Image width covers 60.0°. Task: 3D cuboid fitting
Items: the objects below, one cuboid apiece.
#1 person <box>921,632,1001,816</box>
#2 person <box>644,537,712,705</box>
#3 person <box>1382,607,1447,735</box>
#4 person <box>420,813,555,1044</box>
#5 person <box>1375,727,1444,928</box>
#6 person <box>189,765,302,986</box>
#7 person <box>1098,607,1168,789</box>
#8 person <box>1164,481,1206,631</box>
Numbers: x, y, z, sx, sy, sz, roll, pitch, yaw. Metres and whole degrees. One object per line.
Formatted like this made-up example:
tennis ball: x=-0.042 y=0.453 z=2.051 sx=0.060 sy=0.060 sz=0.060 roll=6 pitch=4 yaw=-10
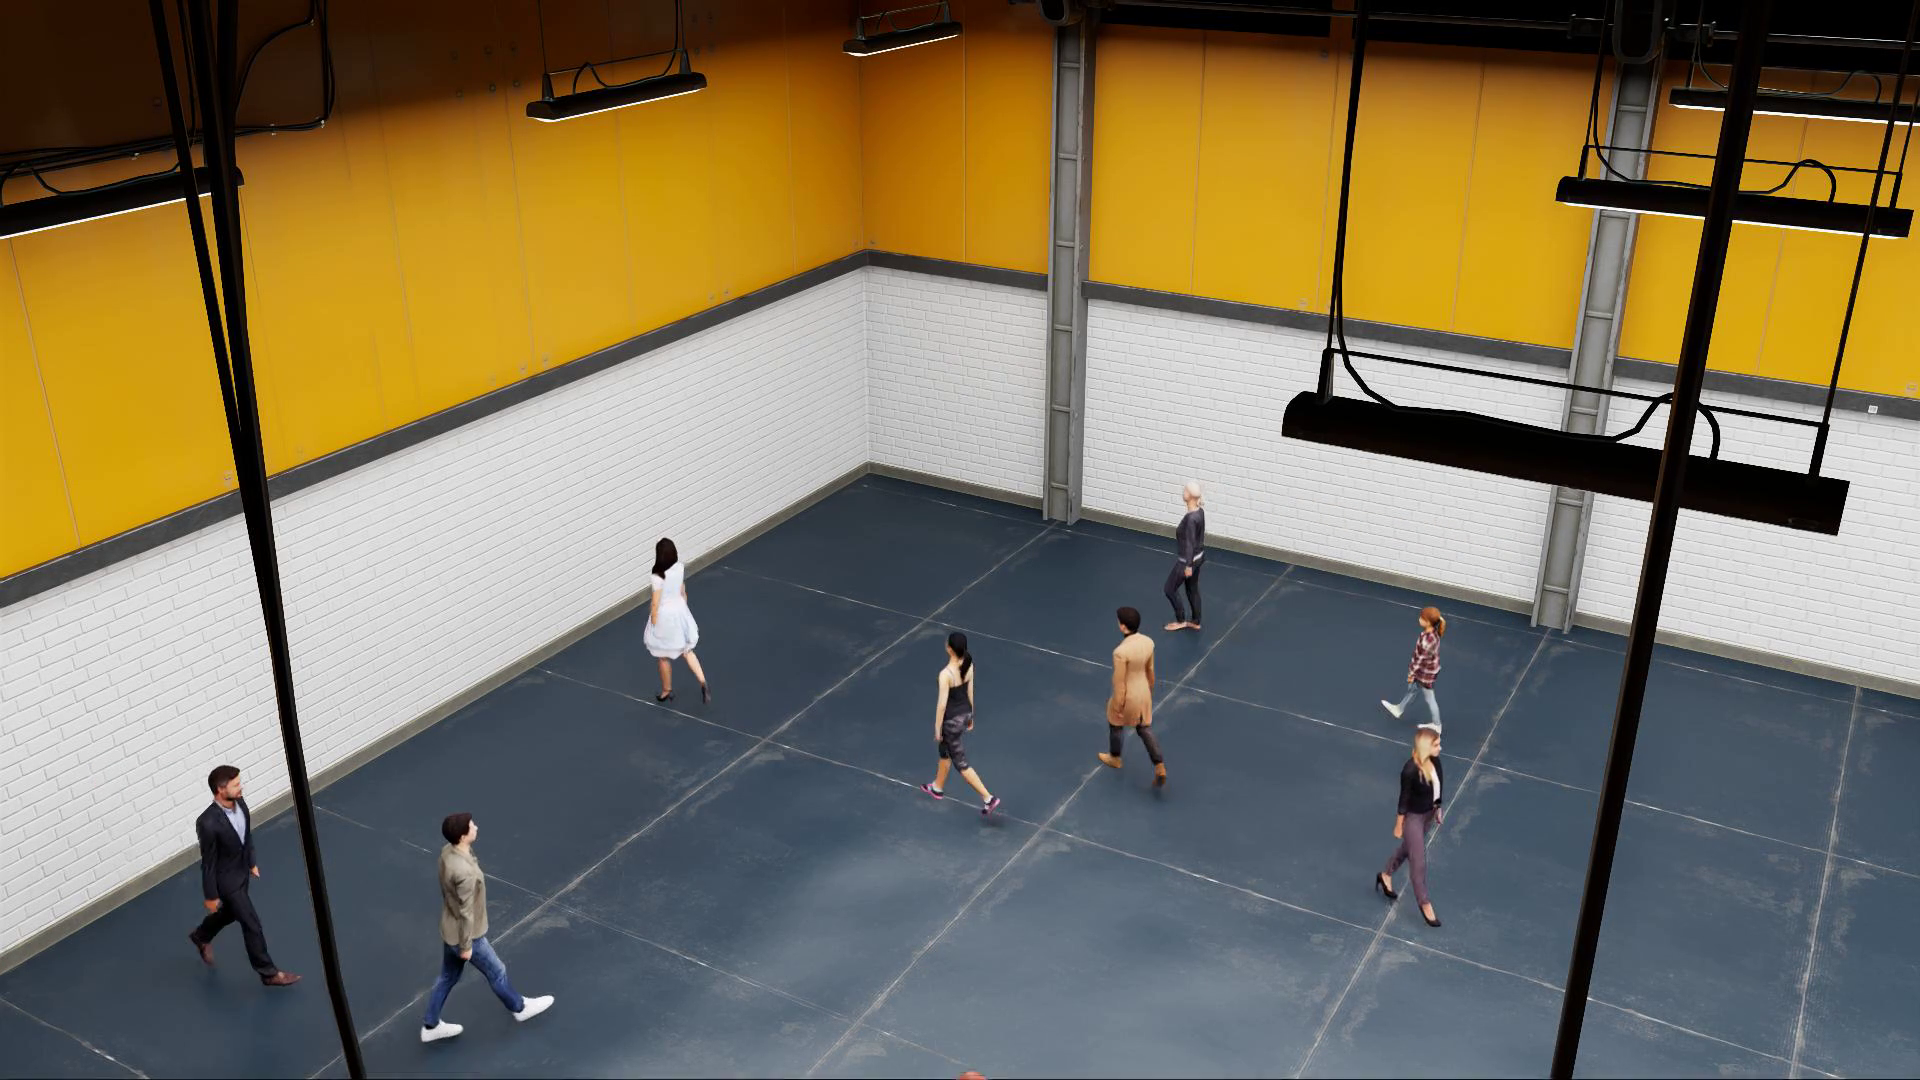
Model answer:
person: x=0.028 y=1.633 z=14.473 sx=1.155 sy=1.691 sz=0.716 roll=18 pitch=29 yaw=36
person: x=-2.755 y=0.834 z=16.159 sx=0.990 sy=1.806 sz=0.764 roll=18 pitch=29 yaw=35
person: x=4.510 y=1.262 z=15.839 sx=0.833 sy=1.278 sz=0.547 roll=13 pitch=27 yaw=27
person: x=-3.578 y=2.782 z=11.692 sx=1.131 sy=1.813 sz=1.233 roll=-14 pitch=27 yaw=-29
person: x=3.563 y=2.211 z=13.220 sx=0.756 sy=1.636 sz=0.950 roll=-21 pitch=31 yaw=-40
person: x=-5.493 y=2.492 z=12.344 sx=1.290 sy=1.824 sz=0.974 roll=5 pitch=24 yaw=11
person: x=1.598 y=1.433 z=14.929 sx=0.948 sy=1.692 sz=1.203 roll=-16 pitch=28 yaw=-32
person: x=2.526 y=0.198 z=17.730 sx=0.664 sy=1.713 sz=0.681 roll=8 pitch=25 yaw=18
